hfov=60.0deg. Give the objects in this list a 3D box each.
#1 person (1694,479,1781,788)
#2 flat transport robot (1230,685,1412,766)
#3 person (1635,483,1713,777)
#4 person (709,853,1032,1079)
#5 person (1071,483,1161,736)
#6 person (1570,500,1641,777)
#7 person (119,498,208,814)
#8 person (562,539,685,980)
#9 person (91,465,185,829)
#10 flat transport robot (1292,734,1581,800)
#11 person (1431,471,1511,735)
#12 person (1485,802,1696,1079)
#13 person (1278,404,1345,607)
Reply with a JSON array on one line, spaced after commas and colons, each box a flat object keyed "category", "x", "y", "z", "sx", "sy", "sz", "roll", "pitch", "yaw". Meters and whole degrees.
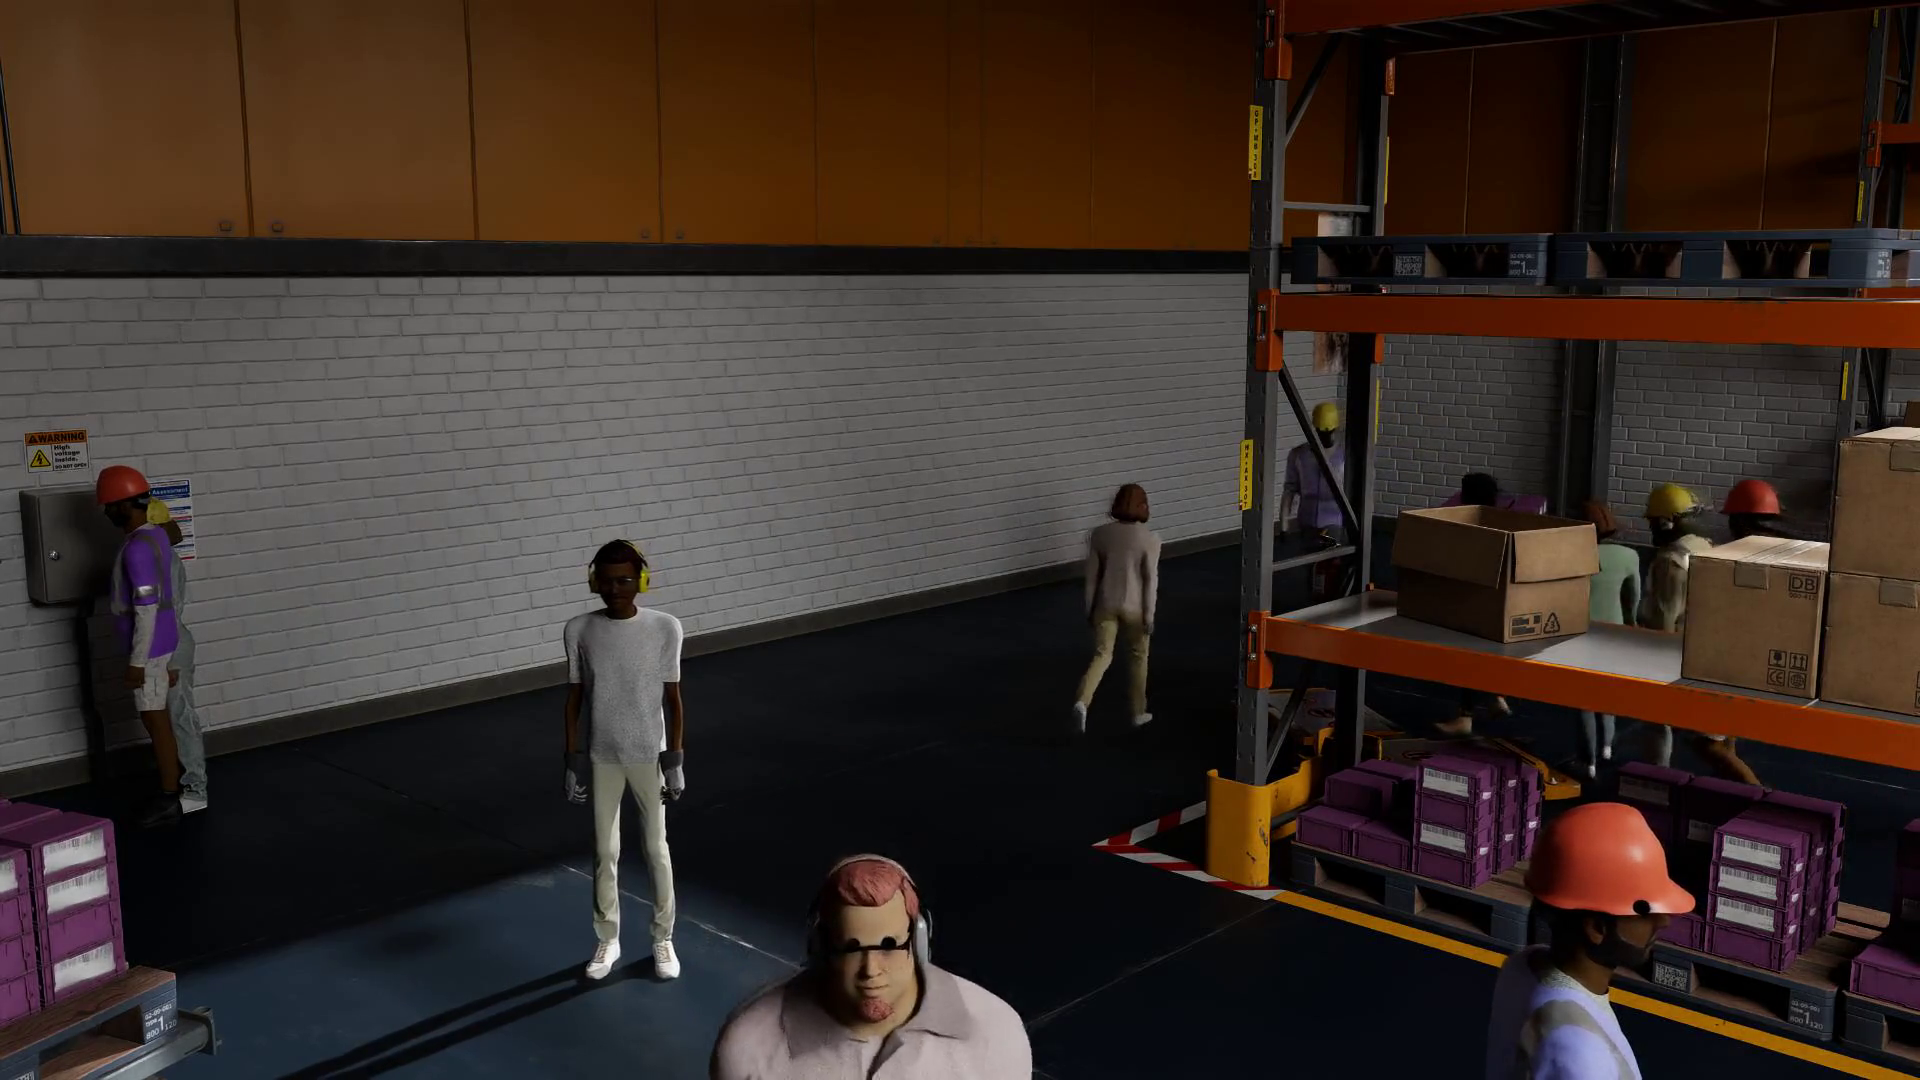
[{"category": "person", "x": 3.934, "y": 0.660, "z": 8.283, "sx": 0.580, "sy": 1.912, "sz": 0.688, "roll": -6, "pitch": 11, "yaw": -33}, {"category": "flat transport robot", "x": 2.220, "y": 1.143, "z": 10.318, "sx": 0.652, "sy": 0.197, "sz": 1.431, "roll": -2, "pitch": 9, "yaw": -10}, {"category": "person", "x": 3.904, "y": 0.599, "z": 8.972, "sx": 0.575, "sy": 1.802, "sz": 0.638, "roll": 9, "pitch": 13, "yaw": 42}, {"category": "person", "x": -0.166, "y": 1.490, "z": 3.334, "sx": 0.653, "sy": 1.869, "sz": 0.968, "roll": -1, "pitch": 9, "yaw": -7}, {"category": "person", "x": 0.979, "y": 0.447, "z": 10.530, "sx": 0.511, "sy": 1.599, "sz": 0.780, "roll": 5, "pitch": 11, "yaw": 30}, {"category": "person", "x": 3.698, "y": 0.568, "z": 9.730, "sx": 0.522, "sy": 1.610, "sz": 0.462, "roll": -1, "pitch": 9, "yaw": -4}, {"category": "person", "x": -4.328, "y": 0.623, "z": 9.025, "sx": 0.323, "sy": 1.738, "sz": 0.486, "roll": -6, "pitch": 11, "yaw": -31}, {"category": "person", "x": -1.394, "y": 0.911, "z": 6.890, "sx": 0.509, "sy": 1.860, "sz": 0.332, "roll": 0, "pitch": 9, "yaw": -1}, {"category": "person", "x": -4.338, "y": 0.562, "z": 8.816, "sx": 0.374, "sy": 1.928, "sz": 0.543, "roll": -3, "pitch": 10, "yaw": -17}, {"category": "flat transport robot", "x": 2.667, "y": 1.299, "z": 9.359, "sx": 1.431, "sy": 0.197, "sz": 0.652, "roll": -2, "pitch": 9, "yaw": -10}, {"category": "person", "x": 3.241, "y": 0.408, "z": 10.494, "sx": 0.402, "sy": 1.686, "sz": 0.560, "roll": 4, "pitch": 10, "yaw": 21}, {"category": "person", "x": 1.203, "y": 1.456, "z": 3.296, "sx": 0.365, "sy": 1.939, "sz": 0.542, "roll": 1, "pitch": 9, "yaw": 8}, {"category": "person", "x": 2.811, "y": -0.125, "z": 13.120, "sx": 0.625, "sy": 1.889, "sz": 0.798, "roll": 5, "pitch": 11, "yaw": 28}]
